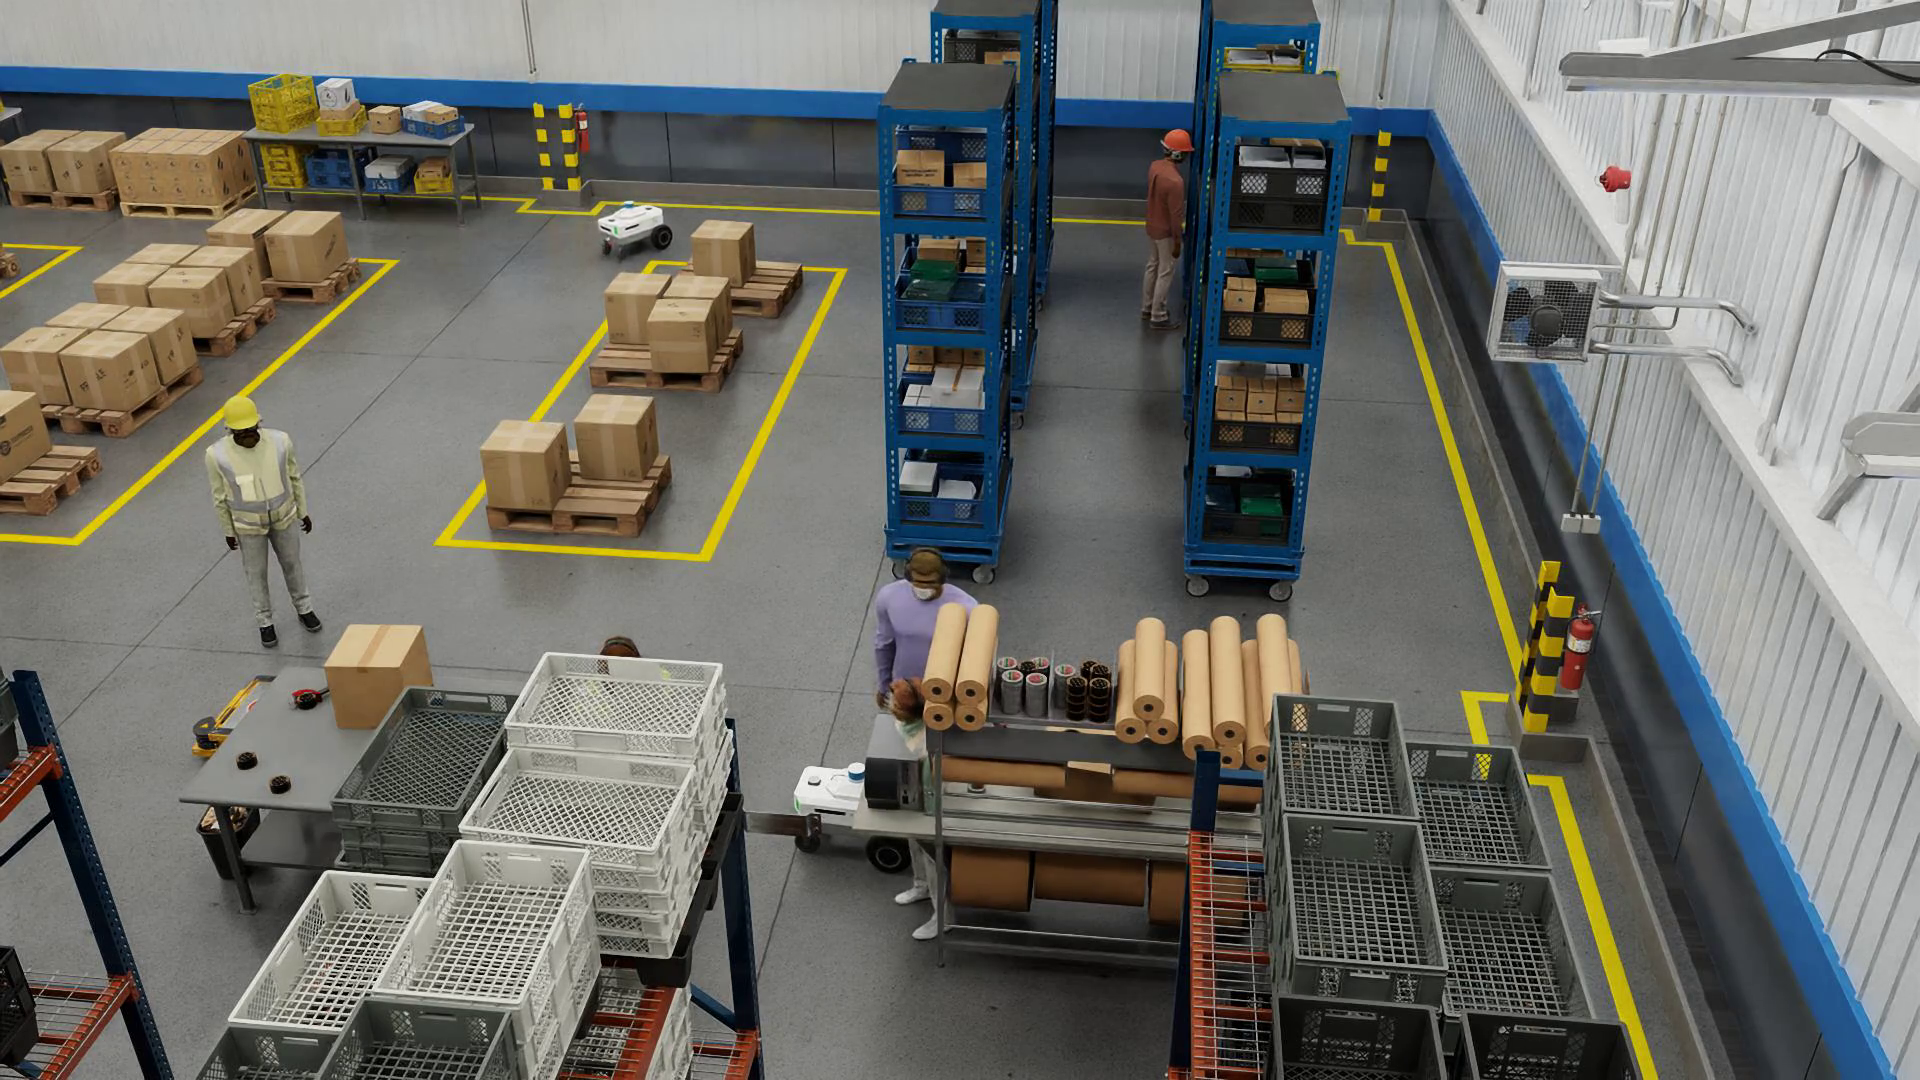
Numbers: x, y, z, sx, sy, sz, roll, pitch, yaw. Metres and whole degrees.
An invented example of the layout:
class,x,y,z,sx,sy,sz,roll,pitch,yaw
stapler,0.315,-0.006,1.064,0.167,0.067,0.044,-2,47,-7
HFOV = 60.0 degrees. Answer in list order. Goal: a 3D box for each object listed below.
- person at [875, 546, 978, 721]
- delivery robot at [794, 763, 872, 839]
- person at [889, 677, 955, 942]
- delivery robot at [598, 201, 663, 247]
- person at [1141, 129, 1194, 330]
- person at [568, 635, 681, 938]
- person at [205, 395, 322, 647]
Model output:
class,x,y,z,sx,sy,sz,roll,pitch,yaw
person,-0.183,0.853,9.549,0.630,1.930,0.372,9,31,15
delivery robot,-0.595,1.516,9.673,0.707,0.478,0.477,5,31,9
person,-0.210,1.411,8.883,0.322,1.630,0.515,-11,32,-18
delivery robot,-3.607,-3.474,18.243,0.477,0.478,0.707,24,38,35
person,2.009,-3.001,16.121,0.411,1.980,0.626,-10,32,-16
person,-1.745,1.295,8.875,0.624,1.841,0.430,-17,34,-26
person,-4.745,-0.148,11.359,0.587,1.834,0.403,-20,36,-30
